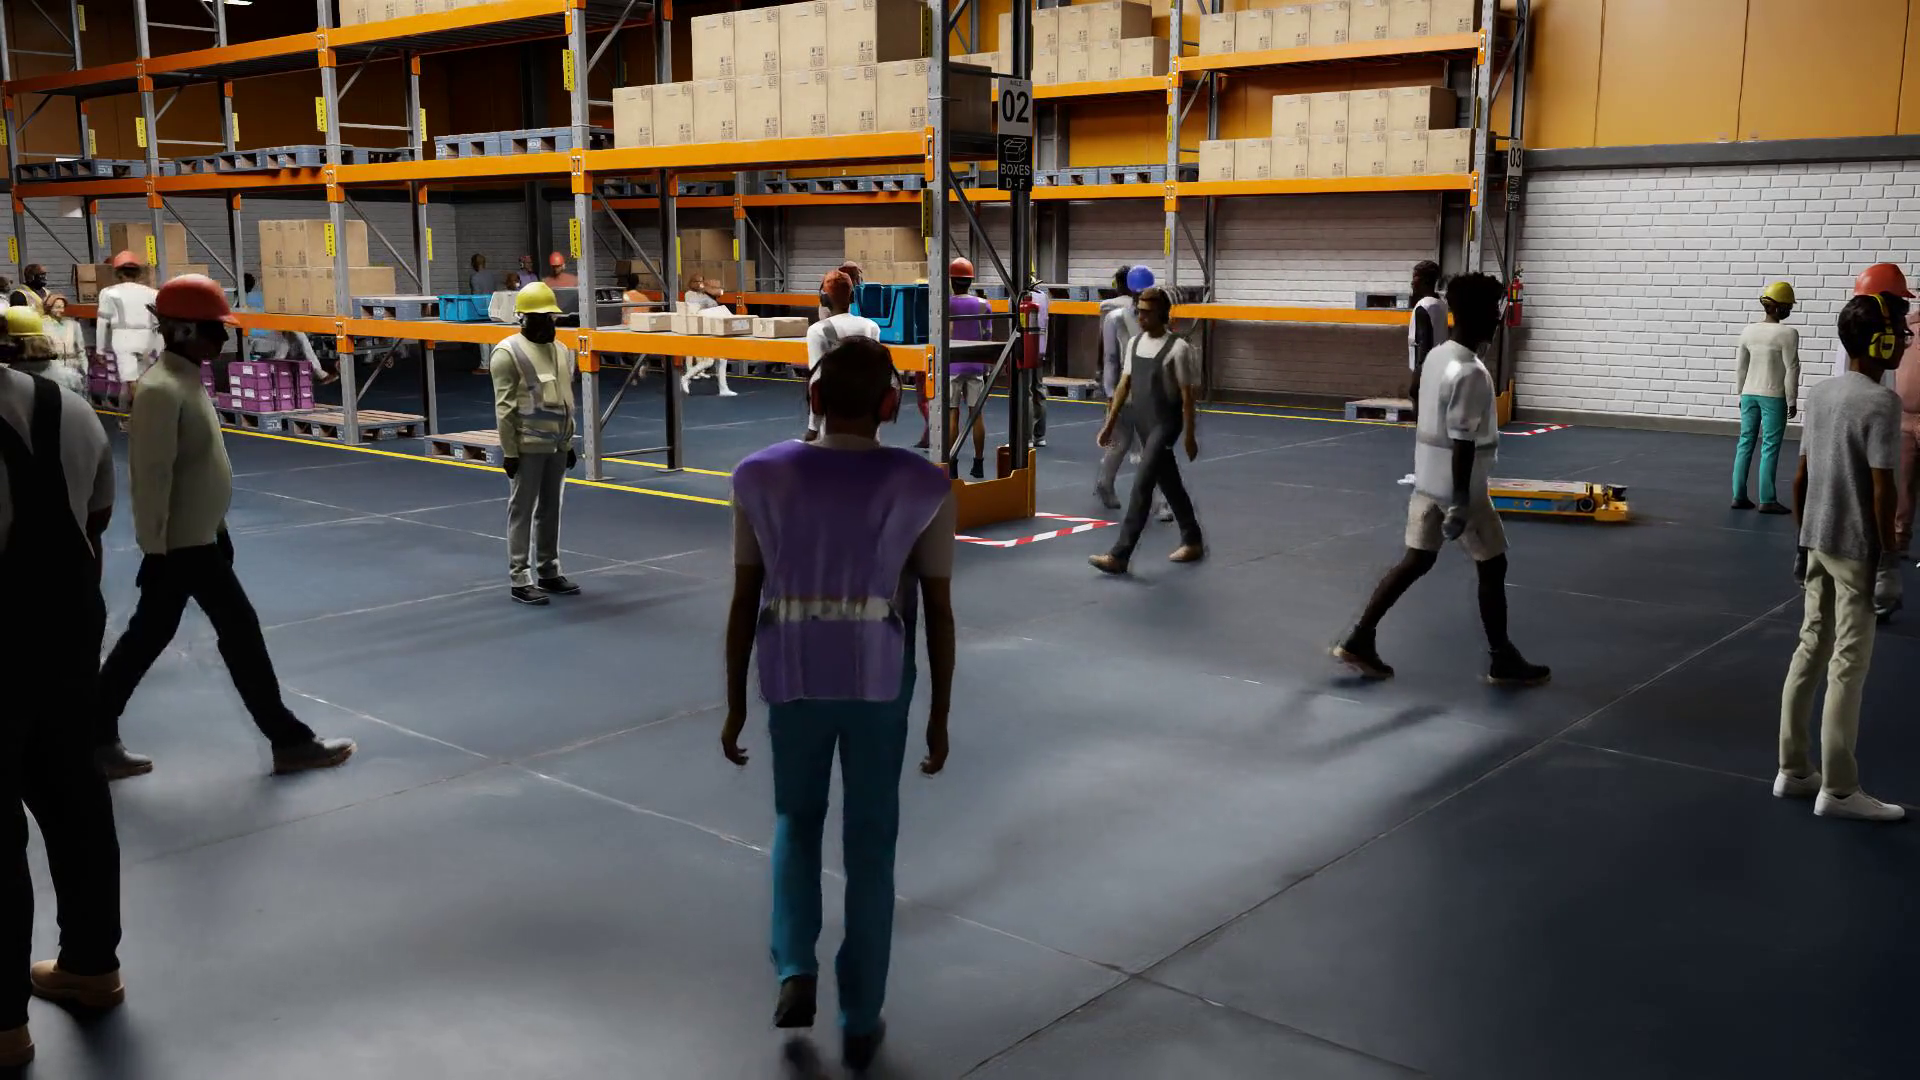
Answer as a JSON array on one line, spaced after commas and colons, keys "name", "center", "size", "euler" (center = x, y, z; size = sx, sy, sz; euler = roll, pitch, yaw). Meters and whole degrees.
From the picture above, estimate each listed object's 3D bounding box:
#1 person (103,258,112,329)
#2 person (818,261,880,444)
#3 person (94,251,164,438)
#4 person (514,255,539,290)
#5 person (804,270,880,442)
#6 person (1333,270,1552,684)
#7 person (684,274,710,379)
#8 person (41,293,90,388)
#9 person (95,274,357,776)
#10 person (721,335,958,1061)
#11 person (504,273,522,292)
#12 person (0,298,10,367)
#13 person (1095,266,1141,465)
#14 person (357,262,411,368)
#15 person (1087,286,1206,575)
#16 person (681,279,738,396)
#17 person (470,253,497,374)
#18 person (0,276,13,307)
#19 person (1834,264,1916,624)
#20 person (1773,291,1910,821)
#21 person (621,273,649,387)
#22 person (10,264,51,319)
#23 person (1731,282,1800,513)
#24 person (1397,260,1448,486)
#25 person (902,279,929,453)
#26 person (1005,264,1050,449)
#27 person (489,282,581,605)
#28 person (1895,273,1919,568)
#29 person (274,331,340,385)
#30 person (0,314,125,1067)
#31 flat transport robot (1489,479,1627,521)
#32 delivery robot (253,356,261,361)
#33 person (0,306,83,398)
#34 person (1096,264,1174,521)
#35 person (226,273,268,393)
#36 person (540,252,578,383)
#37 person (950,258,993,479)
[{"name": "person", "center": [-13.742, -3.690, 27.306], "size": [0.583, 1.858, 0.956], "euler": [-1, 10, -5]}, {"name": "person", "center": [-0.971, -1.512, 14.786], "size": [0.643, 1.905, 0.399], "euler": [-4, 11, -23]}, {"name": "person", "center": [-8.690, -2.017, 17.420], "size": [1.052, 1.987, 0.611], "euler": [8, 13, 38]}, {"name": "person", "center": [-7.348, -3.885, 28.284], "size": [0.408, 1.909, 0.638], "euler": [5, 11, 25]}, {"name": "person", "center": [-0.746, -0.764, 10.582], "size": [0.358, 1.881, 0.574], "euler": [10, 14, 44]}, {"name": "person", "center": [2.245, -0.273, 7.665], "size": [0.971, 1.931, 0.601], "euler": [-1, 10, -6]}, {"name": "person", "center": [-4.092, -3.320, 25.868], "size": [0.277, 1.628, 0.497], "euler": [6, 12, 33]}, {"name": "person", "center": [-8.792, -1.600, 16.146], "size": [0.809, 1.596, 0.526], "euler": [6, 12, 32]}, {"name": "person", "center": [-2.959, -0.038, 6.337], "size": [1.051, 1.934, 0.625], "euler": [-3, 11, -19]}, {"name": "person", "center": [-0.299, 0.394, 4.203], "size": [0.590, 1.806, 0.480], "euler": [0, 10, 1]}, {"name": "person", "center": [-7.277, -3.585, 27.435], "size": [0.804, 1.593, 0.532], "euler": [5, 11, 24]}, {"name": "person", "center": [-9.034, -1.575, 15.333], "size": [0.430, 1.840, 0.619], "euler": [9, 13, 40]}, {"name": "person", "center": [1.519, -1.619, 15.522], "size": [0.521, 1.861, 0.317], "euler": [-1, 10, -8]}, {"name": "person", "center": [-9.841, -3.838, 28.351], "size": [0.595, 1.791, 0.921], "euler": [9, 13, 42]}, {"name": "person", "center": [1.233, -0.689, 10.455], "size": [1.020, 1.792, 0.497], "euler": [-6, 12, -30]}, {"name": "person", "center": [-3.443, -2.767, 22.745], "size": [0.694, 1.604, 0.493], "euler": [1, 10, 7]}, {"name": "person", "center": [-7.667, -3.623, 26.704], "size": [0.372, 1.939, 0.631], "euler": [2, 10, 14]}, {"name": "person", "center": [-13.420, -2.885, 23.360], "size": [0.378, 1.627, 0.608], "euler": [-8, 13, -38]}, {"name": "person", "center": [4.929, -0.525, 9.063], "size": [0.357, 1.938, 0.542], "euler": [3, 10, 17]}, {"name": "person", "center": [3.183, 0.055, 5.952], "size": [0.332, 1.874, 0.520], "euler": [-1, 10, -6]}, {"name": "person", "center": [-4.691, -3.038, 24.122], "size": [0.621, 1.670, 0.564], "euler": [9, 14, 43]}, {"name": "person", "center": [-11.065, -2.391, 19.995], "size": [0.428, 1.837, 0.626], "euler": [2, 10, 11]}, {"name": "person", "center": [6.208, -1.090, 12.768], "size": [0.326, 1.767, 0.533], "euler": [-4, 11, -23]}, {"name": "person", "center": [3.990, -1.416, 14.194], "size": [0.374, 1.916, 0.596], "euler": [5, 11, 28]}, {"name": "person", "center": [-0.330, -1.714, 16.498], "size": [0.635, 1.719, 0.566], "euler": [7, 12, 36]}, {"name": "person", "center": [0.662, -1.870, 16.774], "size": [0.392, 1.918, 0.589], "euler": [8, 13, 39]}, {"name": "person", "center": [-2.406, -0.556, 9.540], "size": [0.403, 1.831, 0.595], "euler": [5, 11, 25]}, {"name": "person", "center": [6.129, -0.757, 10.557], "size": [0.399, 1.910, 0.677], "euler": [-4, 11, -24]}, {"name": "person", "center": [-9.725, -3.161, 24.400], "size": [1.042, 1.816, 0.591], "euler": [-3, 10, -16]}, {"name": "person", "center": [-2.472, 0.283, 4.169], "size": [0.536, 2.000, 0.673], "euler": [3, 10, 15]}, {"name": "flat transport robot", "center": [4.310, -0.326, 12.671], "size": [1.431, 0.197, 0.652], "euler": [4, 11, 20]}, {"name": "delivery robot", "center": [-9.566, -2.270, 22.656], "size": [0.707, 0.478, 0.477], "euler": [10, 14, 43]}, {"name": "person", "center": [-4.694, -0.313, 8.422], "size": [0.454, 1.727, 0.506], "euler": [5, 11, 28]}, {"name": "person", "center": [1.323, -1.125, 12.563], "size": [0.612, 1.909, 0.920], "euler": [-4, 11, -20]}, {"name": "person", "center": [-9.936, -2.867, 23.154], "size": [0.711, 1.668, 0.540], "euler": [1, 10, 6]}, {"name": "person", "center": [-5.958, -3.305, 24.803], "size": [0.646, 1.957, 0.801], "euler": [-1, 10, -6]}, {"name": "person", "center": [0.012, -1.501, 14.620], "size": [0.542, 1.938, 0.357], "euler": [-3, 10, -18]}]
